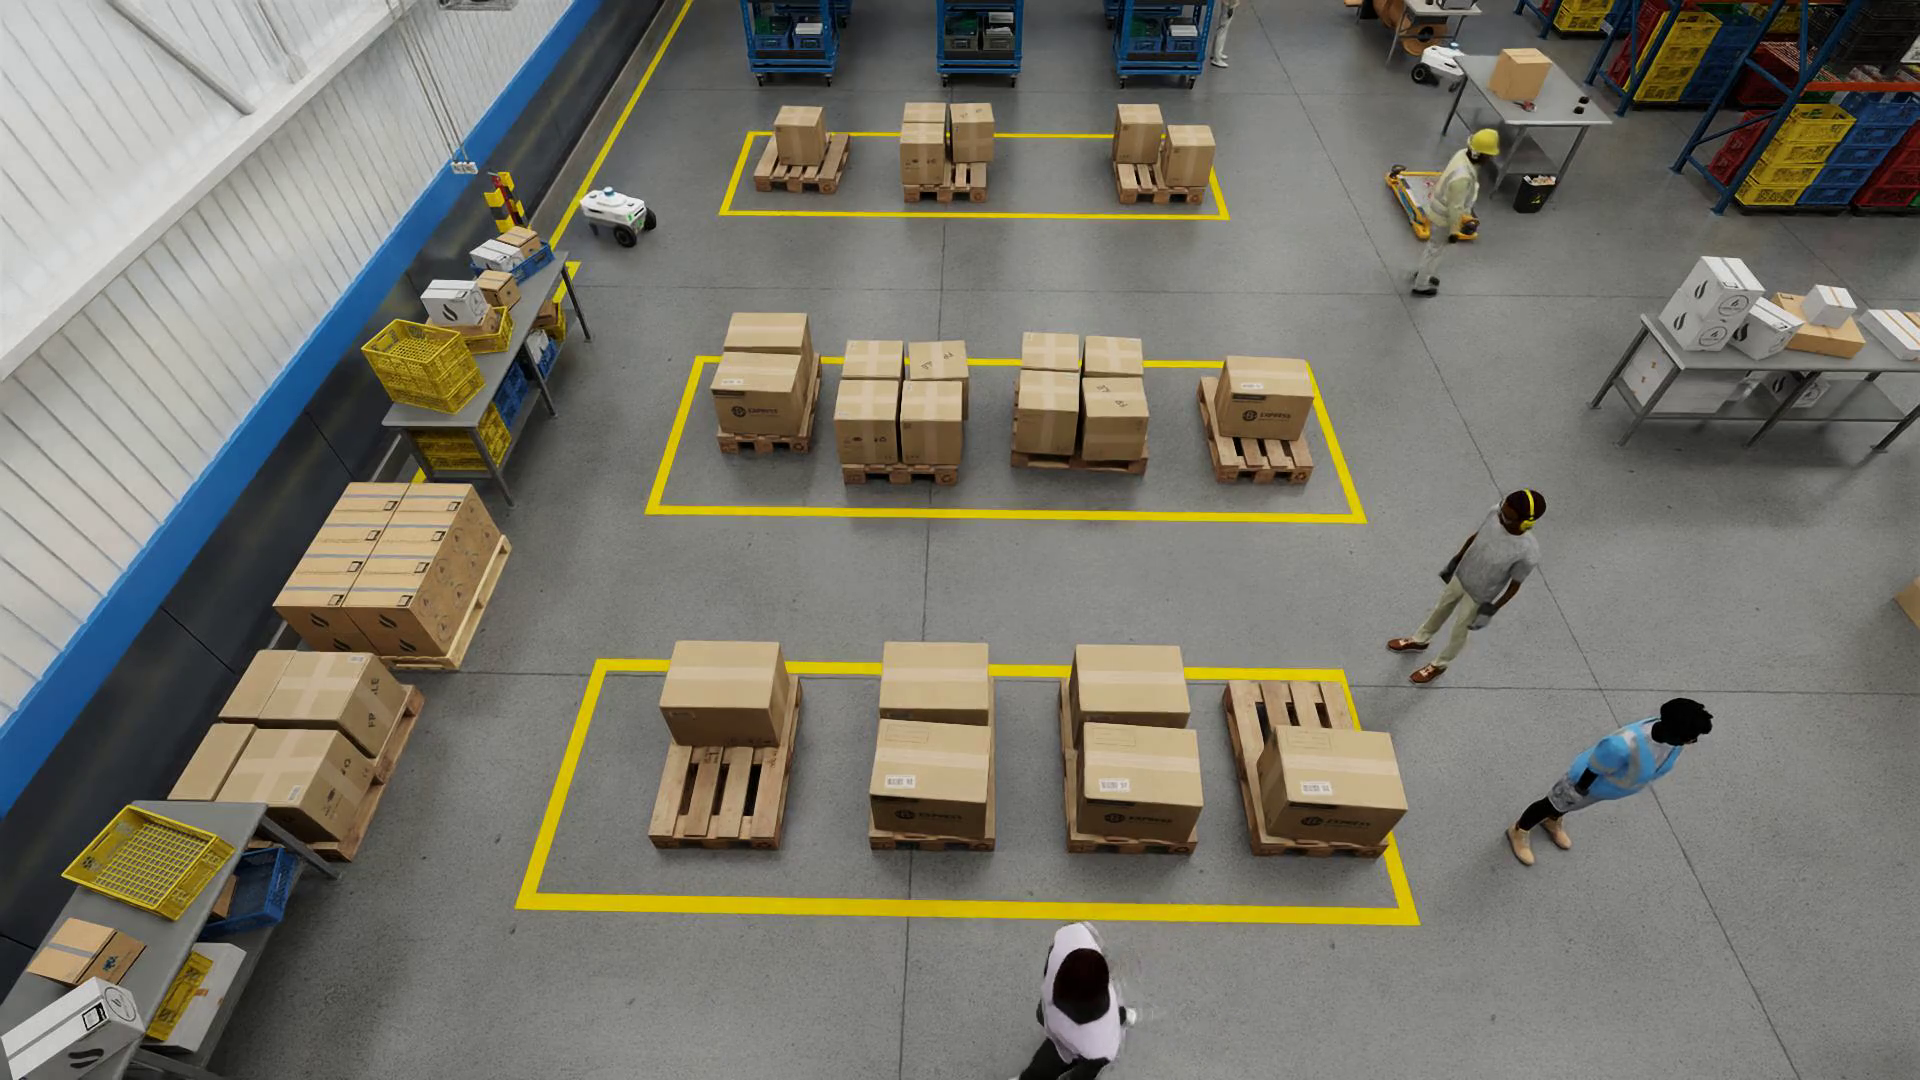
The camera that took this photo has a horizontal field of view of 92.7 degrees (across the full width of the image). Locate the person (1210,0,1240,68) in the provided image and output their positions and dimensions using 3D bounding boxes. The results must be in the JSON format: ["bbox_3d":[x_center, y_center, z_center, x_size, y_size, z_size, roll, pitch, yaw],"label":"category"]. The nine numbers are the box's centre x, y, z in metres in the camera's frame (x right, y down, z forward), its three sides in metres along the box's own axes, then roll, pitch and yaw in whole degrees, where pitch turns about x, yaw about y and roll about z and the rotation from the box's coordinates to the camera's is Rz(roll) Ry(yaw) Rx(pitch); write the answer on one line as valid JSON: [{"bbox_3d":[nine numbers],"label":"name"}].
[{"bbox_3d":[3.949,-7.848,13.410,0.307,1.636,0.525,8,50,7],"label":"person"}]

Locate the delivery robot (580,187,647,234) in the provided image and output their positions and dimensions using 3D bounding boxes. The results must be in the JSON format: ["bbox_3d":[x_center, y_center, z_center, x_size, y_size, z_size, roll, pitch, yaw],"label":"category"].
[{"bbox_3d":[-3.996,-3.823,10.578,0.707,0.478,0.477,16,51,13],"label":"delivery robot"}]

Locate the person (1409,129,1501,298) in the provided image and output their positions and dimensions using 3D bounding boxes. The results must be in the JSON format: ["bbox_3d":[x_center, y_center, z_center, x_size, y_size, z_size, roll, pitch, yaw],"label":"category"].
[{"bbox_3d":[5.003,-3.332,9.384,0.420,1.818,0.598,18,52,15],"label":"person"}]

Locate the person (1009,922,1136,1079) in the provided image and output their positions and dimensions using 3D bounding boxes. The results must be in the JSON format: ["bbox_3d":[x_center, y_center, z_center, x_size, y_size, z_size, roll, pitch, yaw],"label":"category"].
[{"bbox_3d":[0.568,2.321,4.443,0.764,1.896,0.601,-8,50,-7],"label":"person"}]

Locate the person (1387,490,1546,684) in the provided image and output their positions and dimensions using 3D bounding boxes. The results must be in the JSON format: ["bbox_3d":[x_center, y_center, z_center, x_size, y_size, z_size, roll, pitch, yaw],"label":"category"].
[{"bbox_3d":[3.447,0.325,6.188,0.326,1.865,0.519,-9,50,-8],"label":"person"}]

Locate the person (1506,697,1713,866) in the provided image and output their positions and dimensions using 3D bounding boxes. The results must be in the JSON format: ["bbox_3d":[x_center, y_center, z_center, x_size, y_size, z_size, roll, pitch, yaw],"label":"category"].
[{"bbox_3d":[3.777,1.399,5.366,0.531,1.697,0.322,-13,50,-11],"label":"person"}]

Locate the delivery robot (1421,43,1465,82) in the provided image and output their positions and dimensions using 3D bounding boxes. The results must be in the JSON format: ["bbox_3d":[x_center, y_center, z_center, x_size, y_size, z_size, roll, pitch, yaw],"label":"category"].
[{"bbox_3d":[7.057,-6.911,13.251,0.477,0.478,0.707,-32,56,-25],"label":"delivery robot"}]

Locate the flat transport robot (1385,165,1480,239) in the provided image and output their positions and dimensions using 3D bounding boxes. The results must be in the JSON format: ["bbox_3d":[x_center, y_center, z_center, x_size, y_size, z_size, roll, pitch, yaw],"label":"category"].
[{"bbox_3d":[5.692,-4.094,11.059,0.652,0.197,1.431,1,49,1],"label":"flat transport robot"}]
